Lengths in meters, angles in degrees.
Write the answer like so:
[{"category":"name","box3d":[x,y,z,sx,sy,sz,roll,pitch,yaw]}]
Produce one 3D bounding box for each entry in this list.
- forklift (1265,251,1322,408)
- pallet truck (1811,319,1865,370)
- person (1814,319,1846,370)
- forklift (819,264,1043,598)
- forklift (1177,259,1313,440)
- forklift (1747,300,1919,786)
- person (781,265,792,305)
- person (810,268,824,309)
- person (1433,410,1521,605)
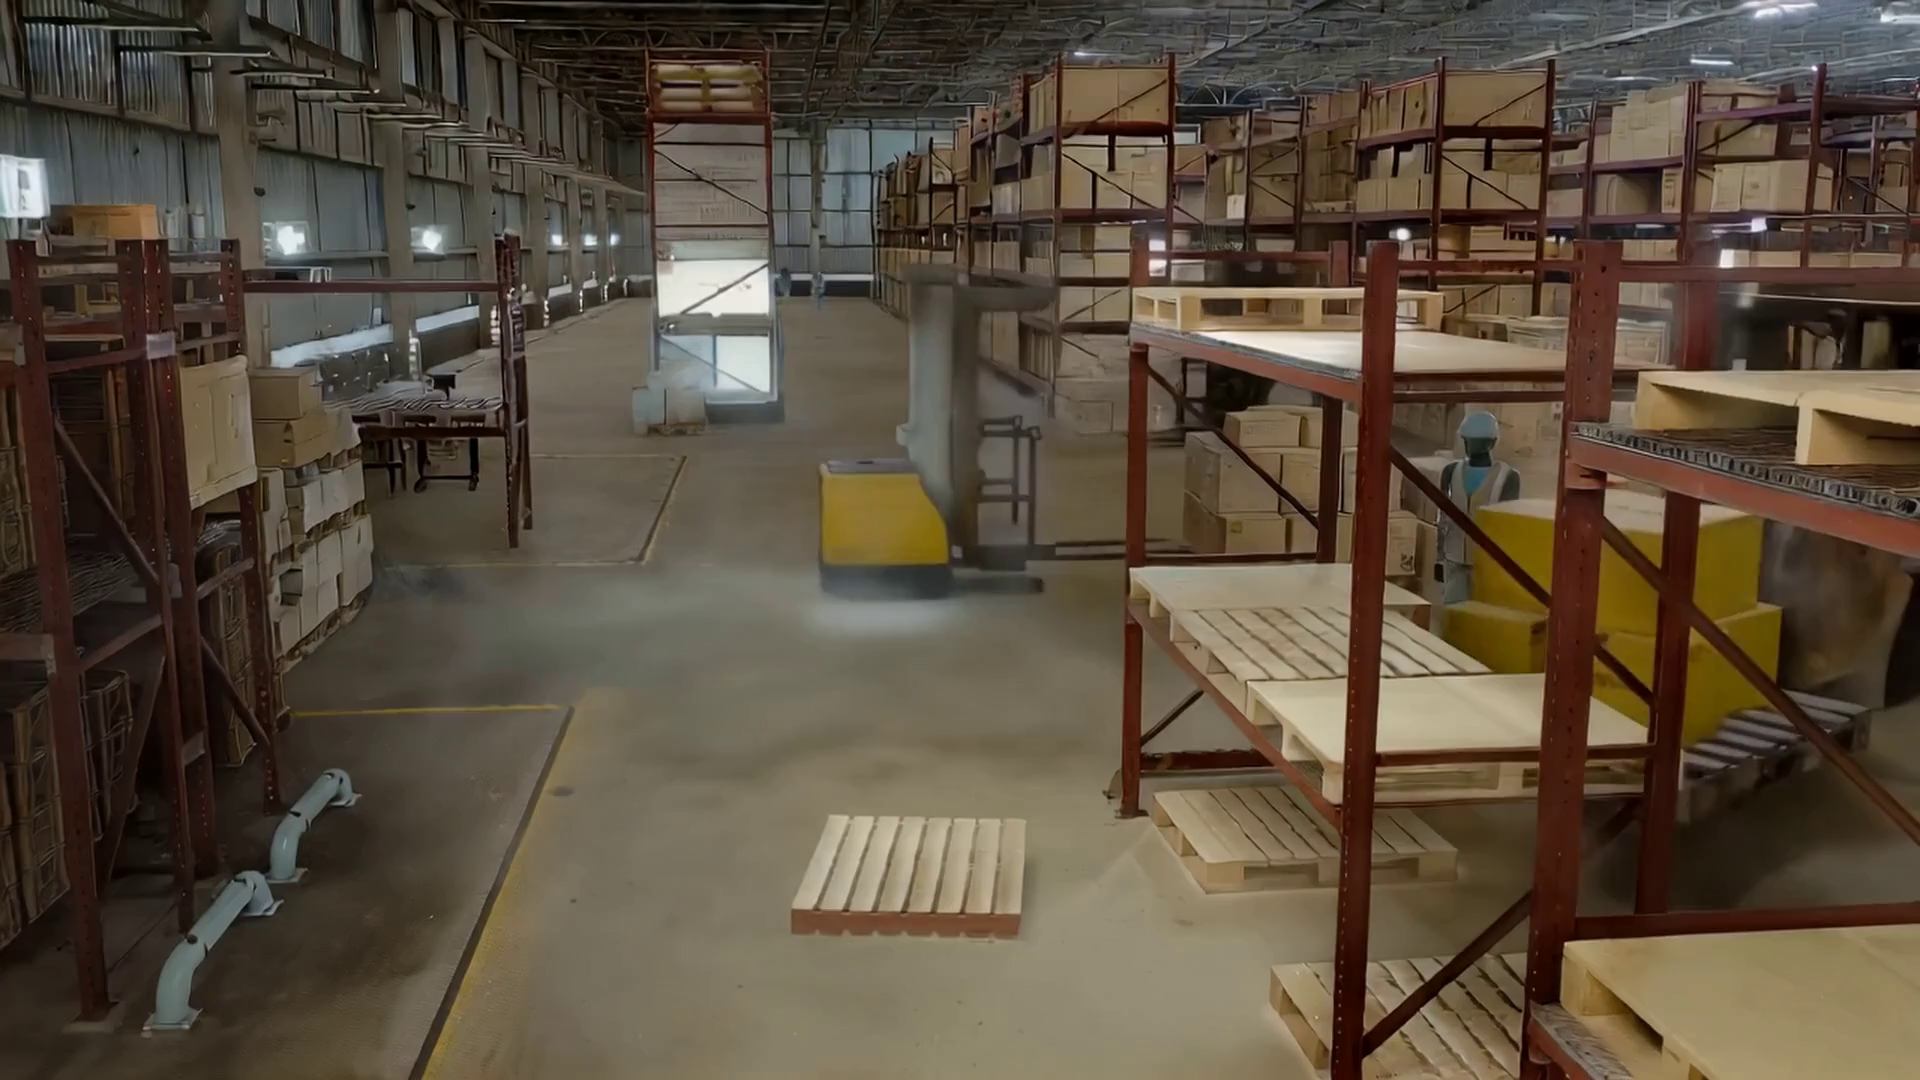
[{"category":"forklift","box3d":[5.907,-3.825,30.128,1.129,2.768,1.873,-1,10,-6]},{"category":"pallet truck","box3d":[15.846,-3.142,28.793,1.885,1.965,0.823,2,10,12]},{"category":"person","box3d":[12.509,-2.238,24.044,0.395,1.909,0.646,5,11,27]},{"category":"forklift","box3d":[-0.283,-0.979,14.357,1.873,2.768,1.129,-1,10,-6]},{"category":"forklift","box3d":[4.357,-2.896,24.980,1.873,2.768,1.129,-7,13,-36]},{"category":"forklift","box3d":[5.131,-0.177,9.915,1.873,2.768,1.129,-8,13,-38]},{"category":"person","box3d":[-8.094,-11.956,77.929,0.429,1.884,0.751,5,12,28]},{"category":"person","box3d":[-6.301,-11.058,73.166,0.585,1.813,0.840,-3,11,-15]},{"category":"person","box3d":[3.364,0.114,10.915,0.544,1.939,0.354,9,13,40]}]
